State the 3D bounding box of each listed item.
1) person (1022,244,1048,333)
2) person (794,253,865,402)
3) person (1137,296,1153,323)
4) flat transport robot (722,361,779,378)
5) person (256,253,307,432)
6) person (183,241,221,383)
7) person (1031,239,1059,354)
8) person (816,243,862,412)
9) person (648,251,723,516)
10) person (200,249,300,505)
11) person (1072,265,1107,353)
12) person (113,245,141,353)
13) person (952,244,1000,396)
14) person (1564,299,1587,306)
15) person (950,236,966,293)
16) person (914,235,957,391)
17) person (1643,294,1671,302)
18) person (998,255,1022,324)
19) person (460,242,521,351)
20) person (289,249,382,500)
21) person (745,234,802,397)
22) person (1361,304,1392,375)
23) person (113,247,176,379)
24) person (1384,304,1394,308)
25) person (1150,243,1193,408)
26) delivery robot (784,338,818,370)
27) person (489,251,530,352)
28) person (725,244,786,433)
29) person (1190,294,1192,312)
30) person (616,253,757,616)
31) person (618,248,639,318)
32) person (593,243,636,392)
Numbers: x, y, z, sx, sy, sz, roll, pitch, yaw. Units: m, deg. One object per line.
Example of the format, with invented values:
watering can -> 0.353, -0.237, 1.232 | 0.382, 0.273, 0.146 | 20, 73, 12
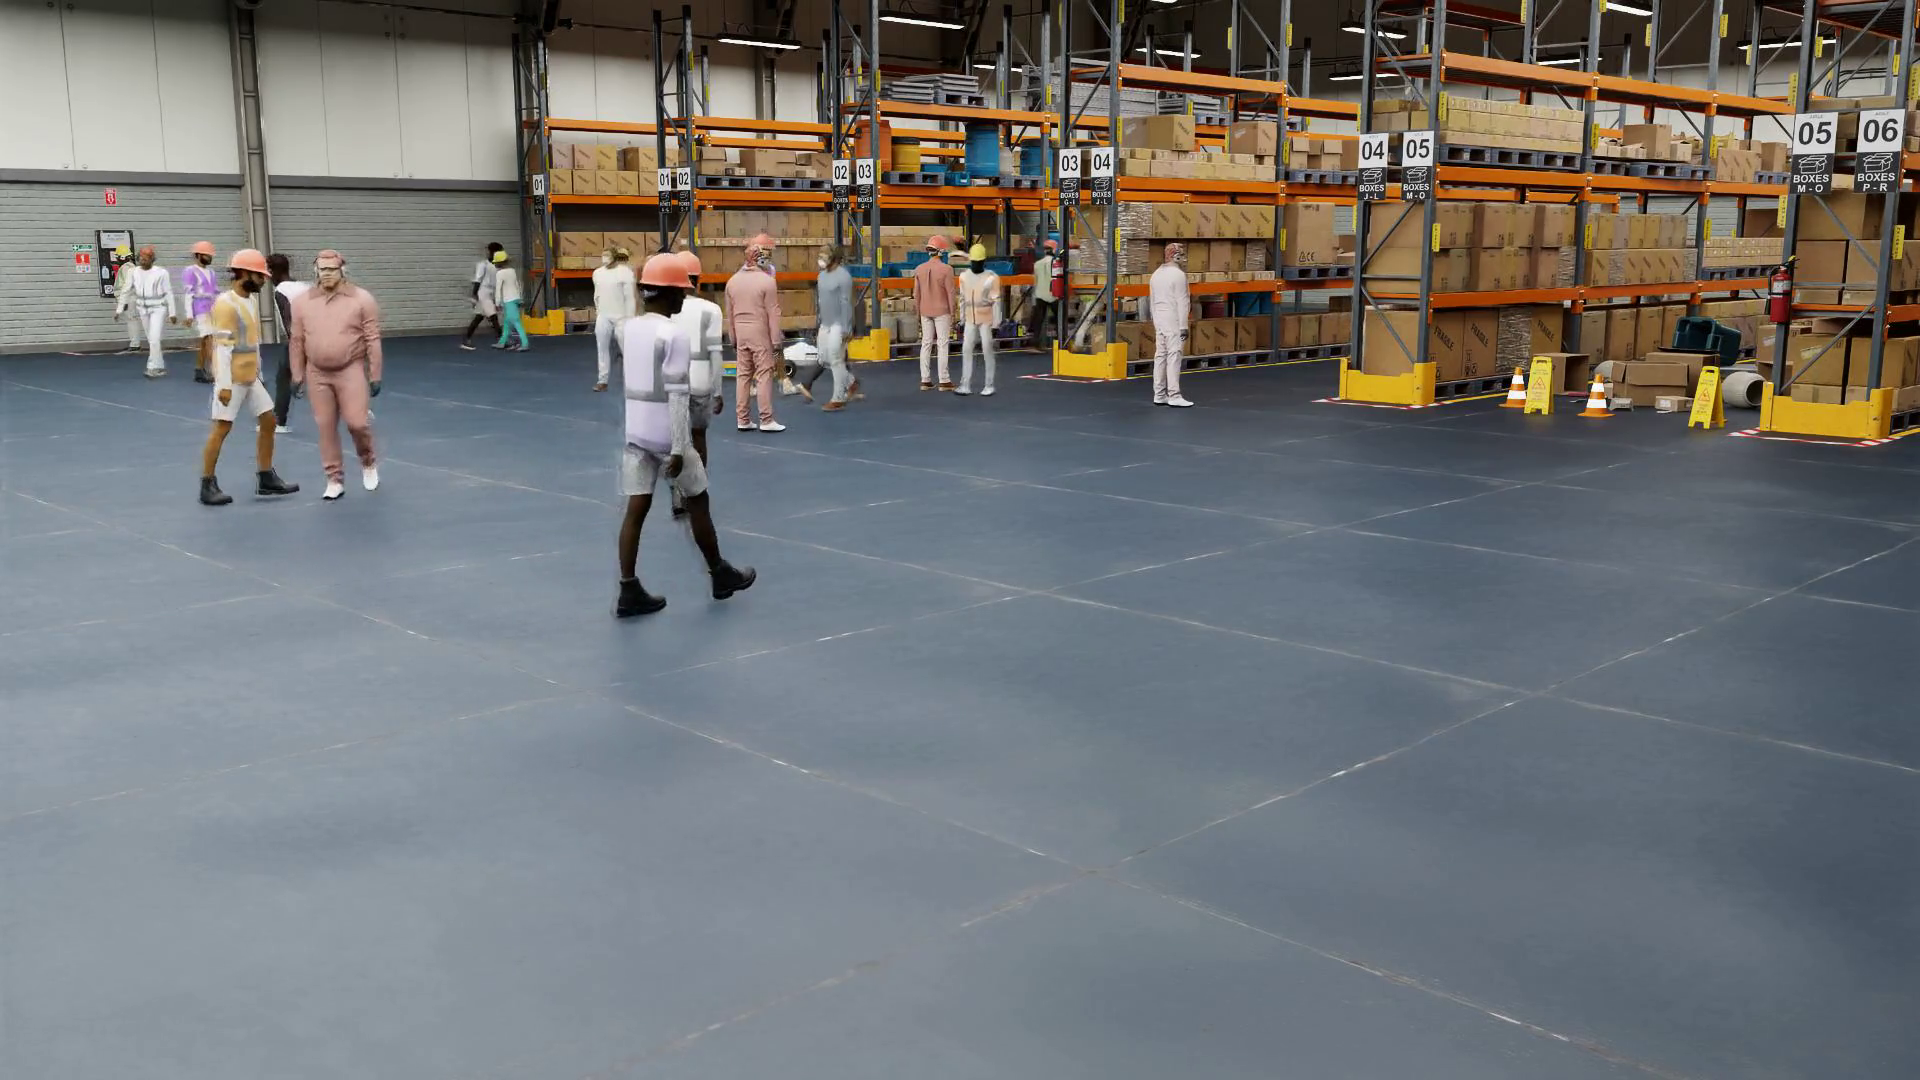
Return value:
person -> 1.563, -4.935, 32.730 | 0.887, 1.900, 0.571 | -9, 14, -41
person -> -1.600, -2.566, 20.098 | 0.903, 1.820, 0.515 | -5, 11, -23
person -> 3.540, -4.572, 30.651 | 0.604, 1.933, 0.707 | 10, 14, 44
flat transport robot -> -3.291, -2.416, 23.548 | 1.431, 0.197, 0.652 | 1, 10, 6
person -> -6.666, -2.021, 17.042 | 1.104, 1.842, 0.620 | 1, 10, 5
person -> -10.117, -3.075, 22.538 | 0.783, 1.910, 0.572 | 2, 11, 10
person -> 1.527, -4.139, 28.320 | 0.615, 1.934, 1.062 | 7, 13, 34
person -> -1.385, -2.448, 19.139 | 0.554, 1.922, 0.644 | -8, 13, -38
person -> -1.996, -1.145, 12.086 | 0.556, 1.896, 0.970 | -1, 10, -4
person -> -5.422, -1.238, 12.588 | 0.774, 1.887, 0.652 | 0, 10, -2
person -> 2.274, -4.141, 28.699 | 0.967, 1.798, 0.650 | -8, 13, -36
person -> -14.262, -4.125, 28.485 | 0.403, 1.834, 0.589 | -3, 11, -18
person -> 0.196, -2.713, 20.638 | 0.604, 1.881, 0.900 | 6, 12, 30
person -> 9.991, -3.779, 26.973 | 0.316, 1.696, 0.540 | -3, 11, -15
person -> 0.007, -5.878, 37.635 | 0.626, 1.987, 1.036 | 9, 14, 41
person -> -0.305, -2.943, 21.598 | 0.622, 1.993, 0.382 | 6, 12, 31
person -> 11.694, -3.998, 27.958 | 0.924, 1.783, 0.594 | -8, 13, -38
person -> 1.060, -5.161, 34.767 | 0.499, 1.604, 0.775 | 9, 14, 41
person -> -8.292, -4.249, 29.070 | 1.087, 1.880, 0.610 | 1, 10, 3
person -> -4.786, -1.270, 12.753 | 0.659, 1.893, 0.411 | -1, 10, -5
person -> -2.357, -2.762, 20.583 | 0.946, 2.003, 0.630 | 7, 12, 32
person -> 5.501, -2.964, 22.111 | 0.583, 1.858, 0.860 | 10, 14, 43
person -> -11.499, -3.200, 23.445 | 0.734, 1.822, 0.919 | 1, 10, 6
person -> 5.955, -3.203, 23.784 | 0.489, 1.713, 0.756 | 10, 14, 43
person -> 2.510, -2.532, 19.597 | 0.406, 1.911, 0.636 | -5, 12, -26
delivery robot -> -2.246, -2.632, 23.694 | 0.707, 0.478, 0.477 | -1, 10, -8
person -> -7.839, -4.118, 28.748 | 0.826, 1.715, 0.547 | 2, 11, 10
person -> -2.079, -2.066, 17.059 | 0.652, 1.906, 0.402 | 7, 12, 32
person -> 3.601, -3.910, 27.218 | 0.322, 1.871, 0.531 | -9, 14, -41
person -> -1.521, -0.577, 8.975 | 0.548, 1.899, 0.923 | 8, 13, 38
person -> -6.220, -4.520, 30.858 | 0.525, 1.754, 0.332 | 1, 10, 7
person -> -4.474, -2.917, 21.724 | 0.640, 1.908, 0.959 | 4, 11, 21
